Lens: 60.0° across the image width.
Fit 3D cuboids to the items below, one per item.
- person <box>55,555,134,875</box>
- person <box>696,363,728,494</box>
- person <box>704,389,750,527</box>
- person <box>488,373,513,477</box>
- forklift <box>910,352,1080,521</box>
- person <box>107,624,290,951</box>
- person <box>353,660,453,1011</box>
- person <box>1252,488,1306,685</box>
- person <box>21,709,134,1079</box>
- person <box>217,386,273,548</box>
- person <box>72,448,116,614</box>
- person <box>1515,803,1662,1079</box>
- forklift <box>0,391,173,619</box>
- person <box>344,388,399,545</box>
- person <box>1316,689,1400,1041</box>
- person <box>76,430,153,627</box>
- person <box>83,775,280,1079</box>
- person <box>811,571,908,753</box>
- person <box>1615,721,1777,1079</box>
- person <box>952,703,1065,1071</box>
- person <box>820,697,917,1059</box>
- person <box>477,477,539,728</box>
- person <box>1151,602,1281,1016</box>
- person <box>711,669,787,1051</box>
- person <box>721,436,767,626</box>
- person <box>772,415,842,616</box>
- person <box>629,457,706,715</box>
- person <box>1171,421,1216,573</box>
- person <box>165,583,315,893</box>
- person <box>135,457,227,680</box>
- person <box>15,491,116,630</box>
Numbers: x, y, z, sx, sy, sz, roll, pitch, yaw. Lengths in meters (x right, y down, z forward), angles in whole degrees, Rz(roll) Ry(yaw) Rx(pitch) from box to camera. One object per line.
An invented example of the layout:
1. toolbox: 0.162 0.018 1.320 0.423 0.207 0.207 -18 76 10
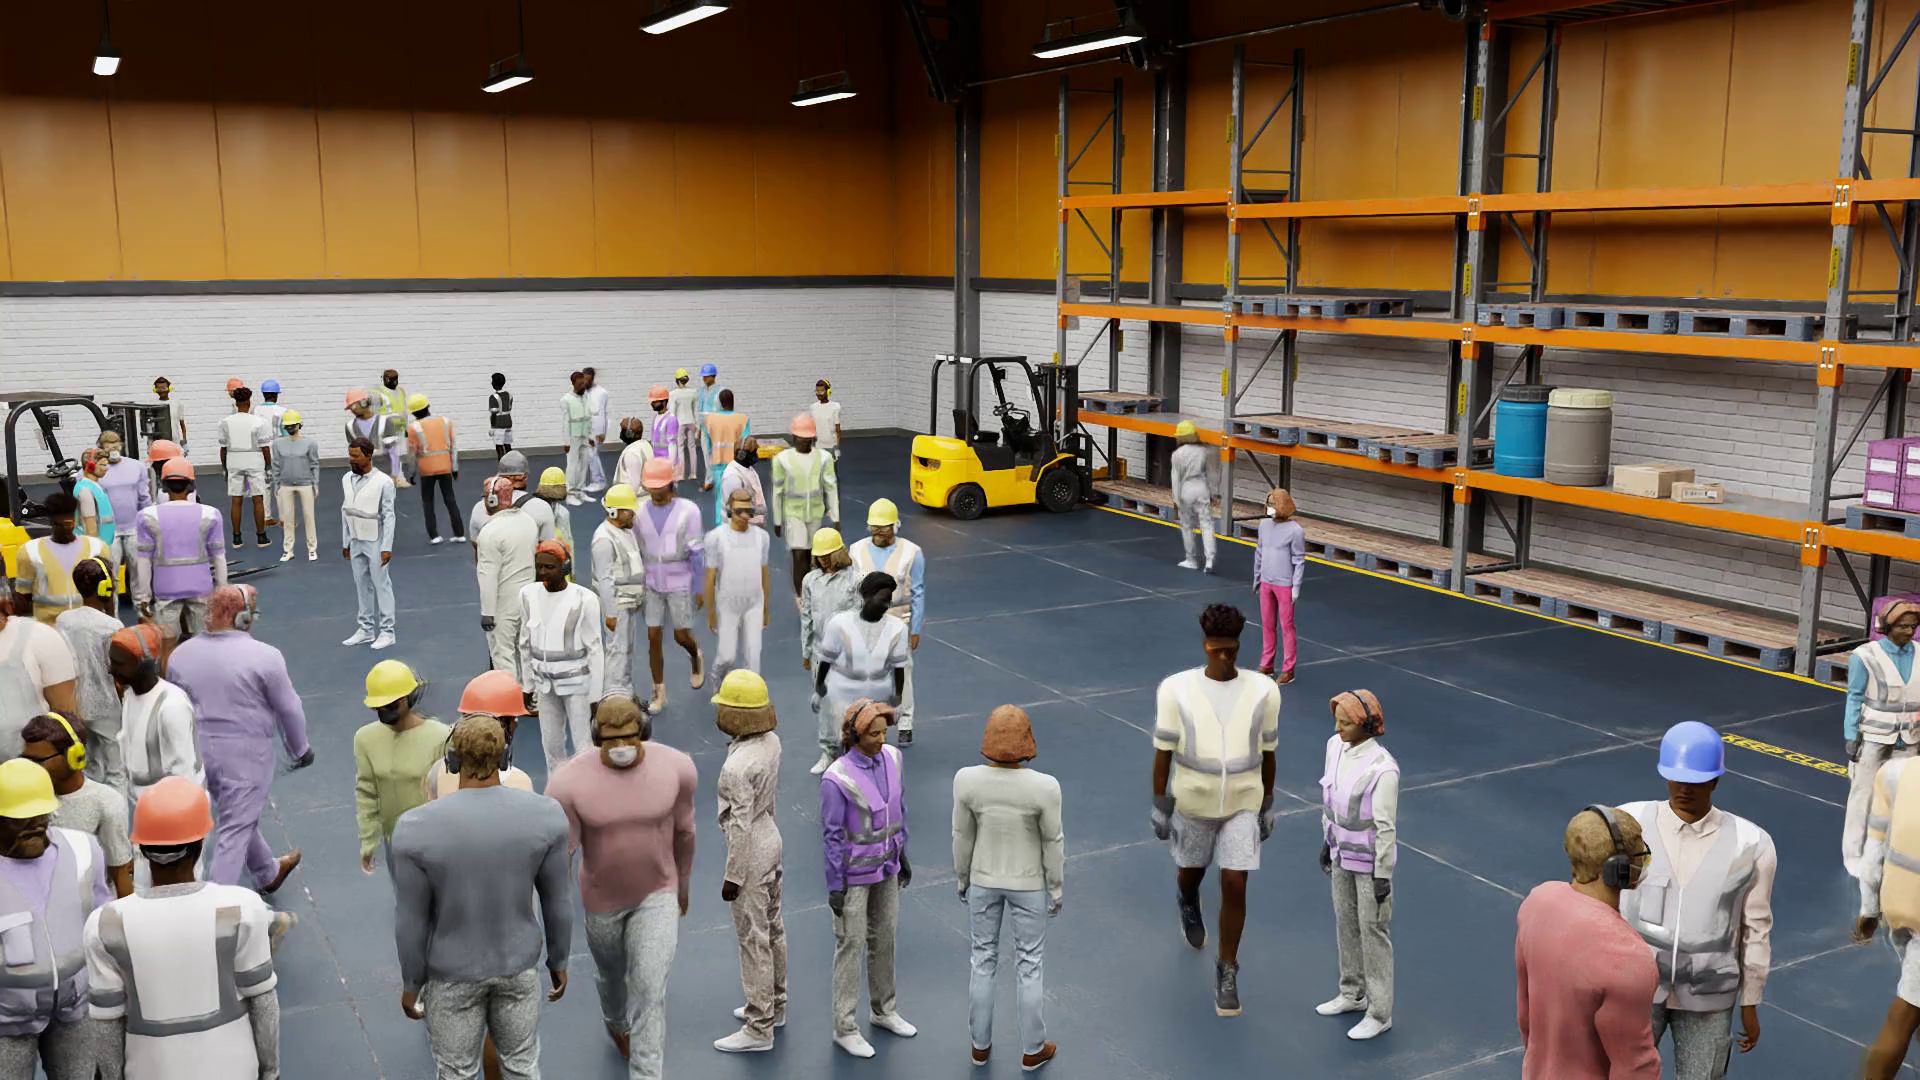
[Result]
1. person: -4.928 1.016 9.547 0.515 1.861 0.321 4 11 24
2. person: -3.673 -1.656 24.699 0.611 1.942 0.413 6 12 33
3. person: -2.905 -0.951 20.876 0.593 1.868 0.965 0 10 0
4. person: -7.189 -1.768 26.031 0.318 1.697 0.535 3 10 16
5. forklift: 0.460 -1.461 22.833 2.313 2.155 1.214 -5 11 -28
6. person: -3.713 1.283 8.010 0.592 1.861 0.720 8 13 38
7. person: -2.537 1.392 7.723 0.528 1.740 0.430 2 10 13
8. person: 2.641 0.379 13.851 0.276 1.633 0.507 -7 12 -36
9. person: -3.393 1.556 6.442 0.523 1.858 0.337 5 11 25
10. person: -8.661 -0.884 20.192 0.607 1.957 0.380 -1 10 -7
11. person: -7.764 0.089 14.934 0.390 1.838 0.563 -5 11 -25
12. person: 1.925 1.745 5.109 0.372 1.940 0.631 -2 10 -11
13. forklift: -9.026 -0.363 16.508 1.214 2.155 2.313 6 11 29
14. person: -6.932 -0.806 19.665 0.641 1.979 0.753 -1 10 -5
15. person: 1.825 1.469 7.606 0.323 1.630 0.505 -3 10 -18
16. person: -7.931 -0.082 15.669 0.368 1.927 0.639 10 14 44
17. person: -2.464 1.704 5.344 0.542 1.939 0.368 -3 10 -17
18. person: -0.606 0.989 10.292 0.577 1.634 0.859 -4 10 -20
19. person: 2.565 1.590 5.976 0.602 1.949 0.387 5 11 25
20. person: 0.213 1.516 7.296 0.502 1.636 0.280 3 10 16
21. person: -0.424 1.494 7.445 0.319 1.631 0.524 7 12 36
22. person: -3.447 0.466 12.601 0.399 1.899 0.650 3 10 18
23. person: 1.238 1.229 8.101 0.608 1.936 0.889 0 10 3
24. person: -0.955 1.429 7.491 0.290 1.745 0.485 2 10 10
25. person: -2.069 -0.084 15.966 0.429 1.831 0.635 1 10 6
26. person: -1.477 -0.215 16.227 0.624 1.992 1.015 -4 11 -21
27. person: -2.276 0.331 13.045 0.632 2.020 0.694 1 10 8
28. person: 2.658 -0.473 18.578 0.588 1.697 0.721 -4 11 -24
29. person: -3.791 1.137 8.862 0.645 1.850 0.995 3 10 14
30. person: -5.941 0.378 12.727 0.619 2.028 0.409 -5 11 -27
31. person: -6.406 0.576 11.925 0.632 1.918 1.007 -8 12 -37
